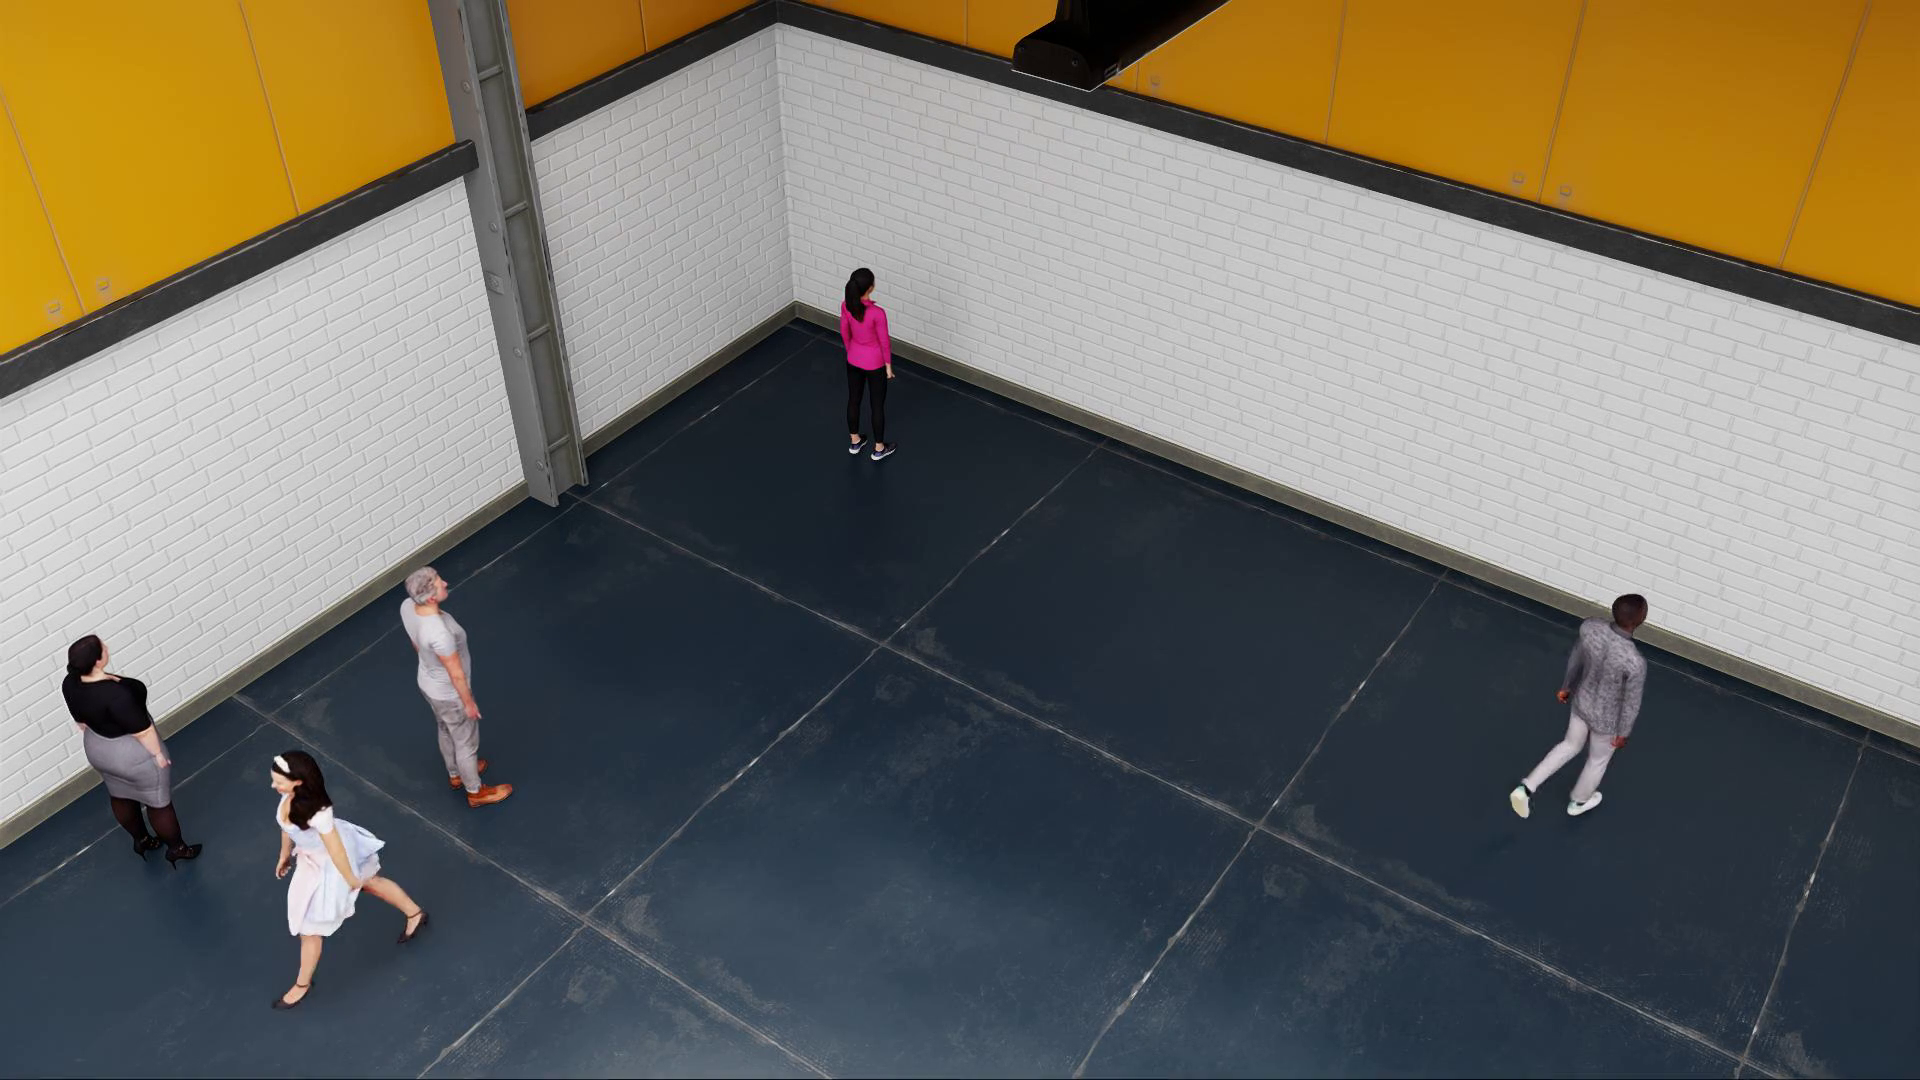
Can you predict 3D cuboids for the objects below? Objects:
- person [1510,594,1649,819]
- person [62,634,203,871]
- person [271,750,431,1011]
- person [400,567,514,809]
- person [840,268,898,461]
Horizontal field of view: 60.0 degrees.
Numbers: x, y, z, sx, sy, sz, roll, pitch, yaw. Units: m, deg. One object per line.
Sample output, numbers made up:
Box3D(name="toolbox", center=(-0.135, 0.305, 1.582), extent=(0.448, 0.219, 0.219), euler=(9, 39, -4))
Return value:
Box3D(name="person", center=(3.802, 1.062, 10.089), extent=(1.107, 1.821, 0.962), euler=(-17, 42, -20))
Box3D(name="person", center=(-4.961, 1.268, 9.882), extent=(0.735, 1.758, 0.708), euler=(13, 40, 15))
Box3D(name="person", center=(-3.410, 1.781, 9.241), extent=(1.282, 1.756, 0.929), euler=(-24, 45, -27))
Box3D(name="person", center=(-3.180, 0.907, 10.276), extent=(0.657, 1.831, 0.743), euler=(-29, 47, -31))
Box3D(name="person", center=(-0.753, -1.417, 13.292), extent=(0.604, 1.699, 0.590), euler=(19, 42, 22))
